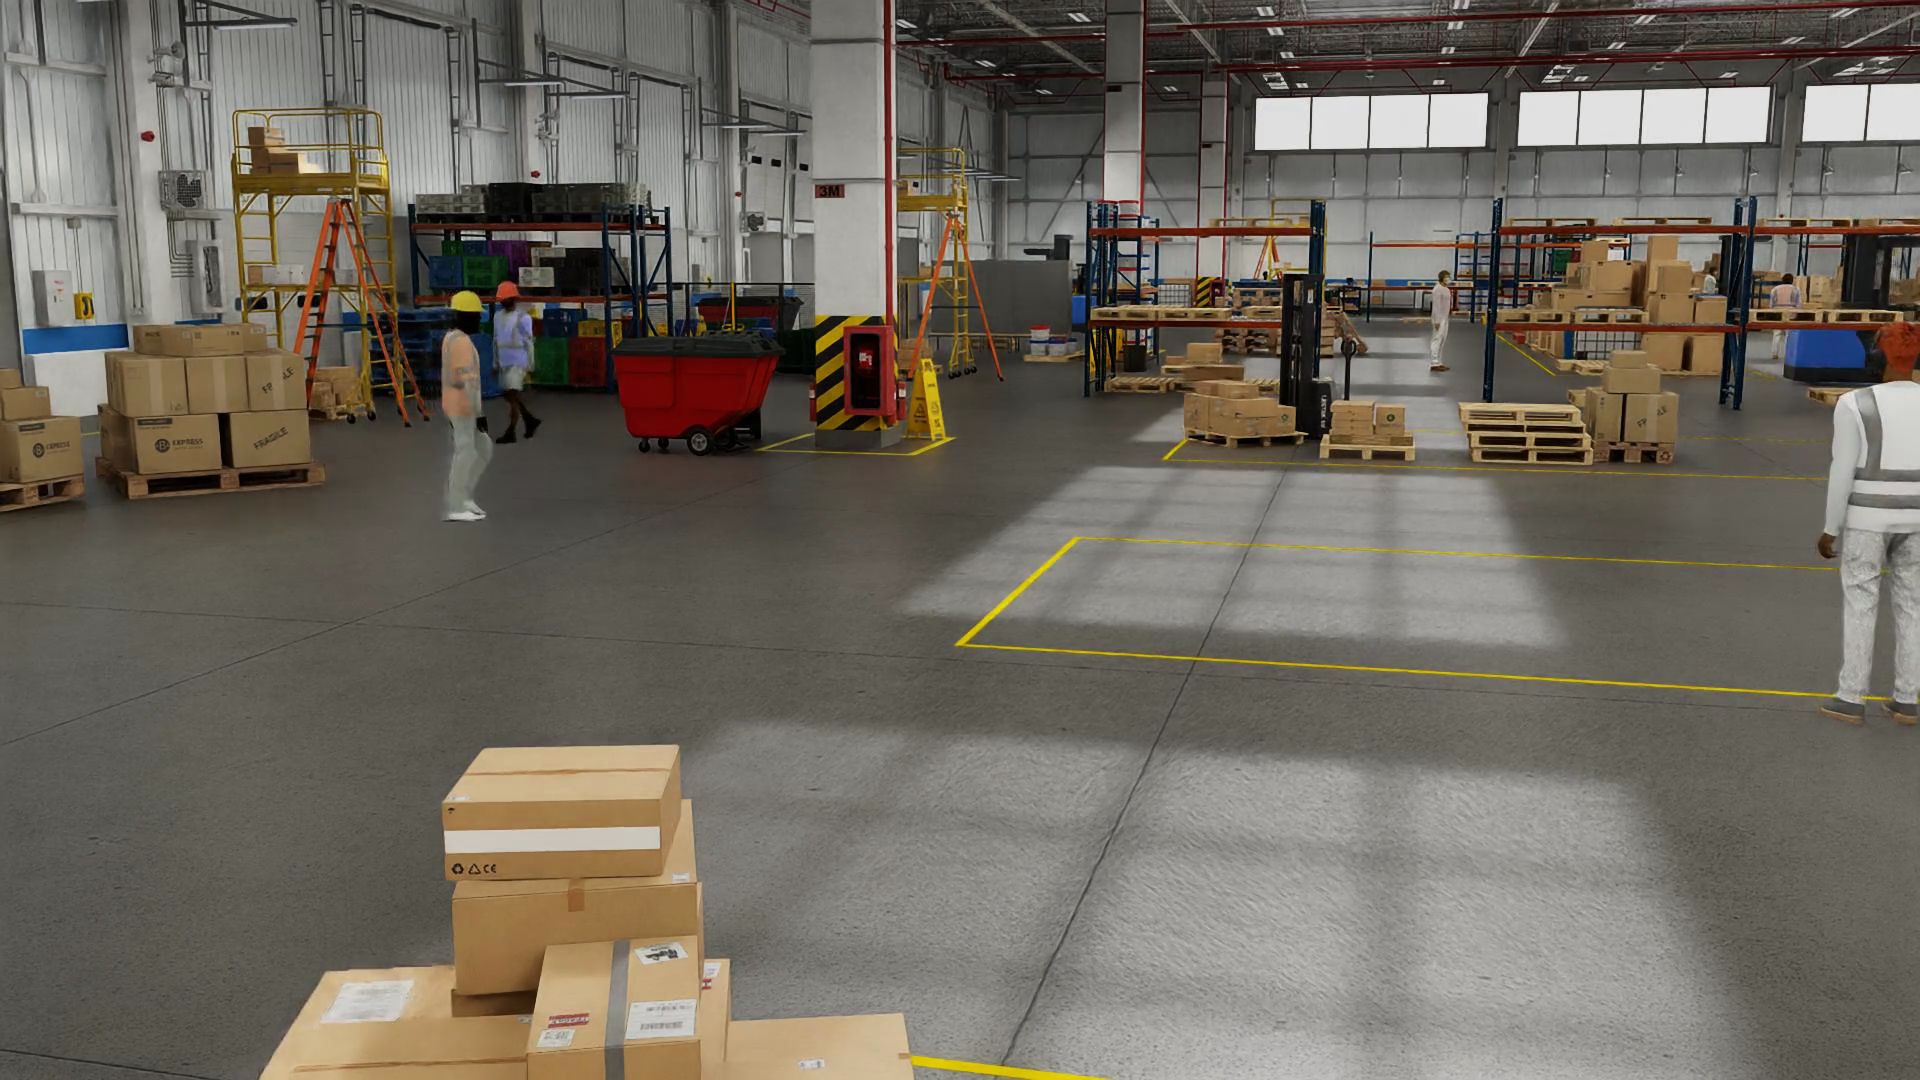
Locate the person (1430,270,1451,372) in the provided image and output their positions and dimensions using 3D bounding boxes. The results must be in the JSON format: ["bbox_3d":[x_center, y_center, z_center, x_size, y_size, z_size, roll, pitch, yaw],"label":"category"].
[{"bbox_3d":[9.223,-4.195,31.870,0.360,1.938,0.635,6,11,32],"label":"person"}]

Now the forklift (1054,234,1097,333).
[{"bbox_3d":[2.933,-7.338,47.611,1.873,2.768,1.129,2,10,14],"label":"forklift"}]

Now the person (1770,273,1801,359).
[{"bbox_3d":[17.692,-4.785,35.650,0.624,1.840,0.429,9,13,41],"label":"person"}]

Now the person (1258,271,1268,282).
[{"bbox_3d":[10.885,-8.759,59.453,0.531,1.697,0.320,-6,11,-30],"label":"person"}]

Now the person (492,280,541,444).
[{"bbox_3d":[-5.253,-2.104,19.644,0.556,1.929,0.668,6,11,30],"label":"person"}]

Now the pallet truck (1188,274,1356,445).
[{"bbox_3d":[3.653,-2.138,19.590,1.885,1.965,0.823,-4,10,-20],"label":"pallet truck"}]

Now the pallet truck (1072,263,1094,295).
[{"bbox_3d":[4.325,-8.180,55.162,0.823,1.965,1.885,6,11,31],"label":"pallet truck"}]

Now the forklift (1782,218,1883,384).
[{"bbox_3d":[15.277,-4.077,28.408,1.873,2.768,1.129,2,10,14],"label":"forklift"}]

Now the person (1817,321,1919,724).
[{"bbox_3d":[4.319,-0.073,7.757,0.584,1.883,0.337,0,10,2],"label":"person"}]

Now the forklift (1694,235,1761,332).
[{"bbox_3d":[22.425,-7.519,48.677,1.873,2.768,1.129,2,10,14],"label":"forklift"}]

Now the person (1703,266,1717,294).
[{"bbox_3d":[22.882,-7.399,50.789,0.363,1.929,0.628,6,11,30],"label":"person"}]

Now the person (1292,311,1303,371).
[{"bbox_3d":[6.610,-4.099,31.920,0.330,1.735,0.486,6,12,33],"label":"person"}]

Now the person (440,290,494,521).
[{"bbox_3d":[-4.060,-1.091,13.703,0.484,1.909,0.596,-3,10,-19],"label":"person"}]
